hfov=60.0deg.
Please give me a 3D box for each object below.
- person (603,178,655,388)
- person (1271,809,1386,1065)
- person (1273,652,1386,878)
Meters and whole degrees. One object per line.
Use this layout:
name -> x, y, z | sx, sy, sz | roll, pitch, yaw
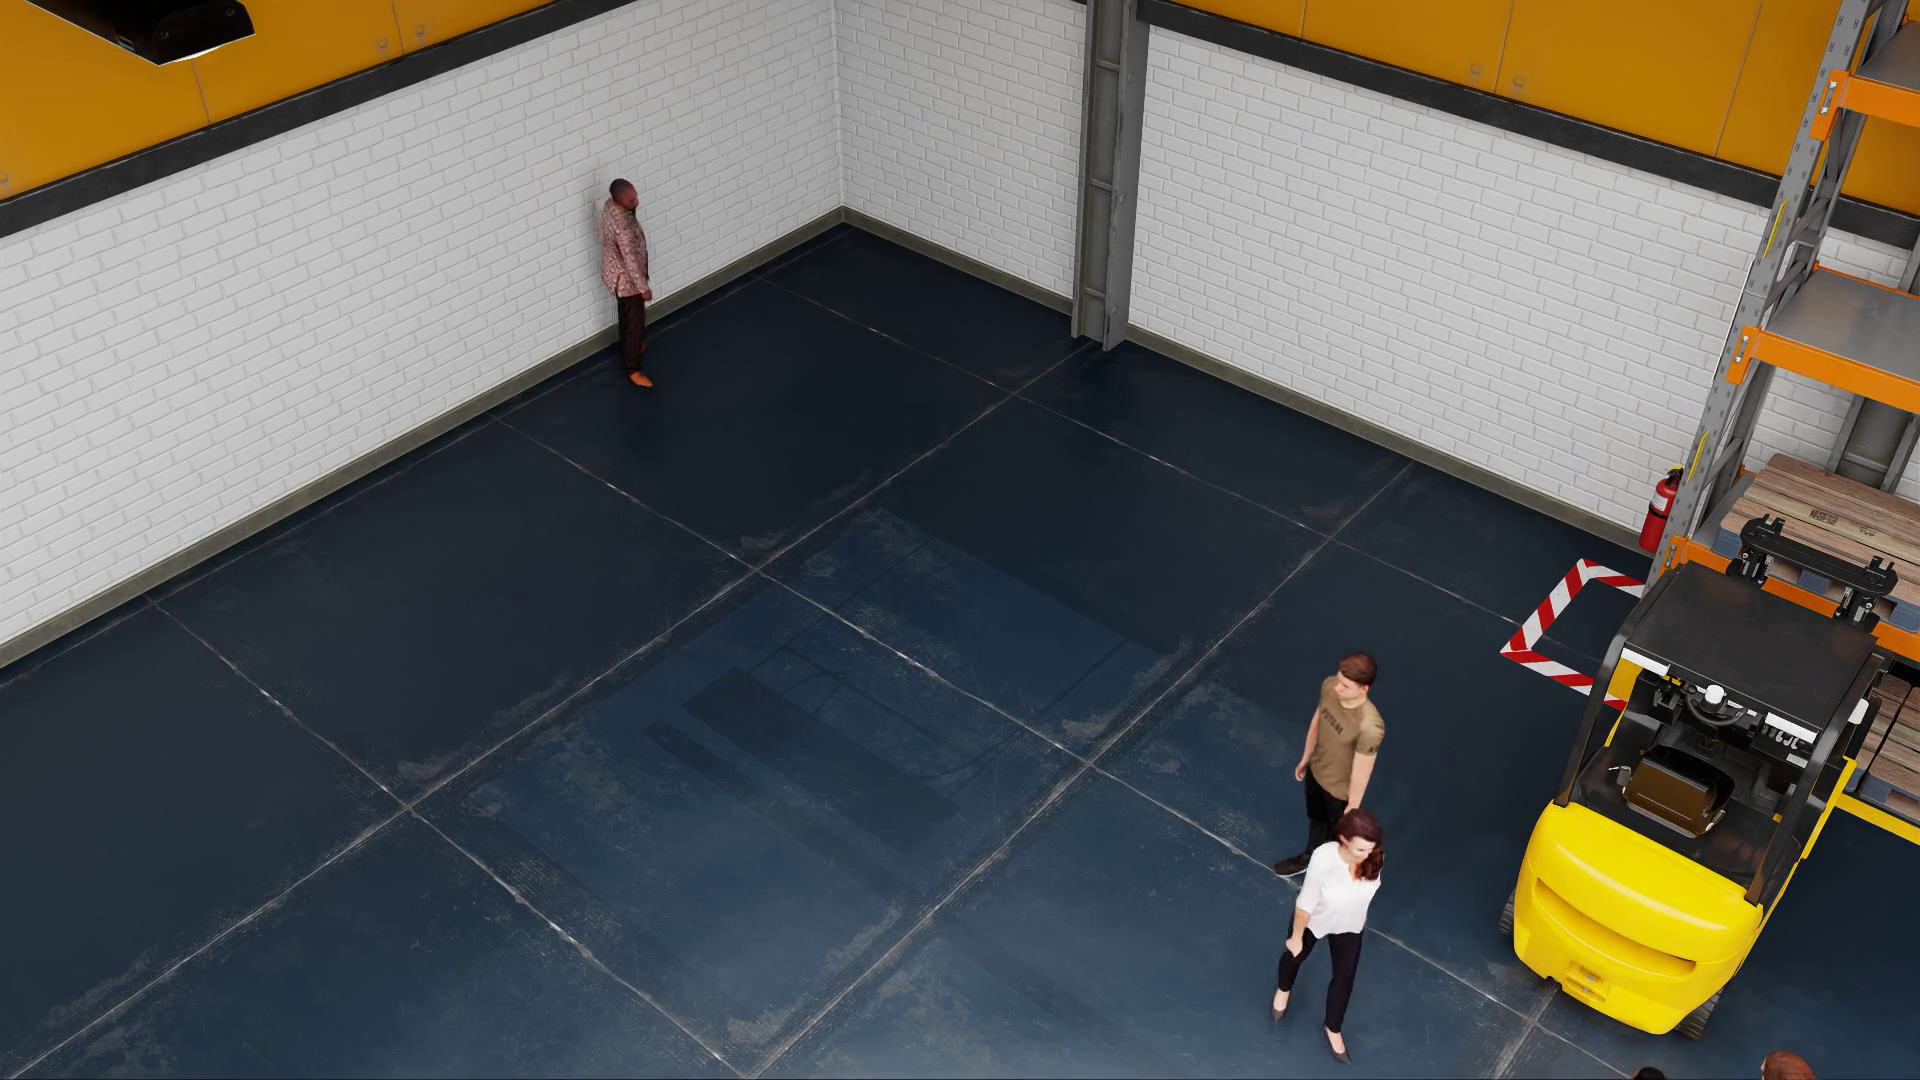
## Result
person -> -2.760, -2.182, 13.621 | 0.993, 1.788, 0.807 | -23, 44, -26
person -> 1.856, 1.916, 8.507 | 0.854, 1.768, 0.938 | -7, 39, -9
person -> 2.096, 1.315, 9.194 | 0.793, 1.850, 0.670 | -13, 40, -16
